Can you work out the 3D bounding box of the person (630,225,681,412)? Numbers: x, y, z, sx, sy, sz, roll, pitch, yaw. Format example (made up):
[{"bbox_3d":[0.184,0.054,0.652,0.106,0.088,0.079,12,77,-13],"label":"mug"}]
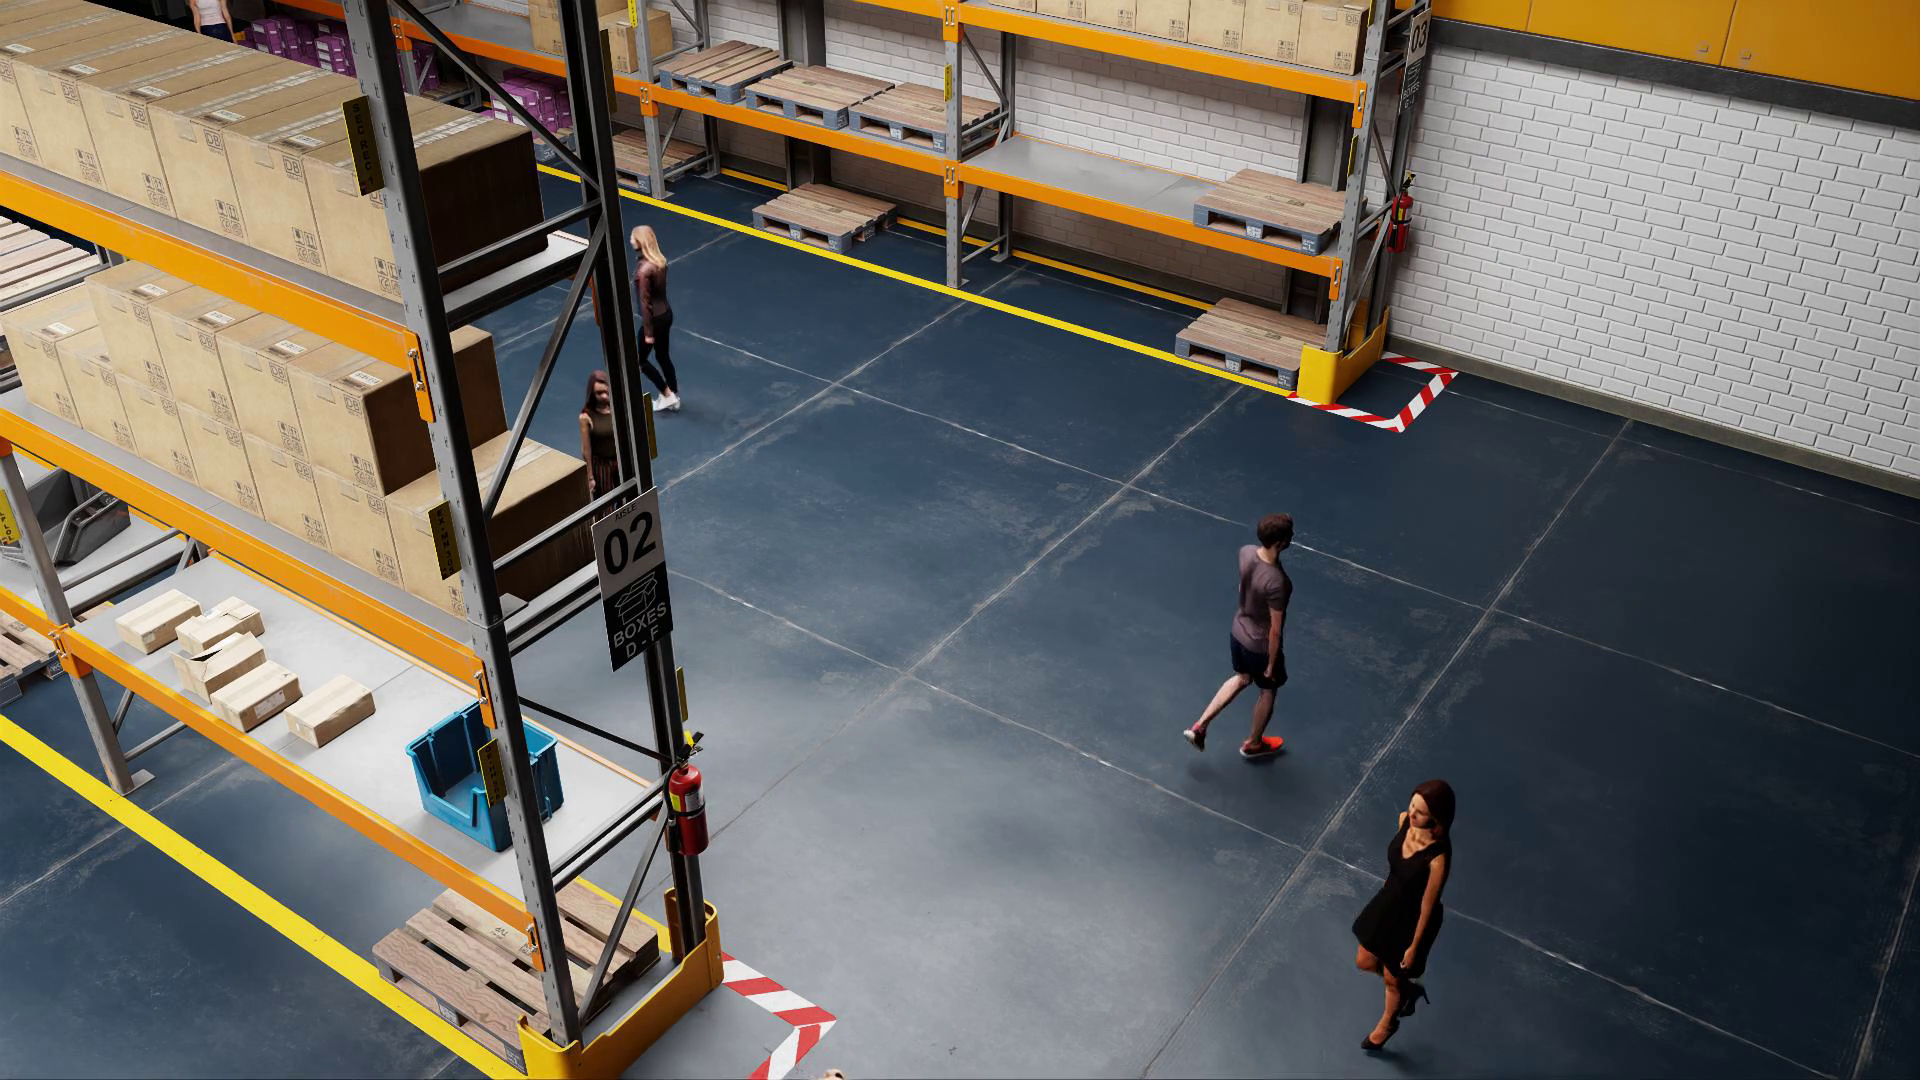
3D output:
[{"bbox_3d":[-2.474,-1.813,13.925,0.697,1.690,0.706,6,34,9],"label":"person"}]

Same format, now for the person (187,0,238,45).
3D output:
[{"bbox_3d":[-9.153,-6.173,20.475,0.681,1.701,0.693,-15,36,-21],"label":"person"}]

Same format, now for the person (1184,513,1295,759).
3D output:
[{"bbox_3d":[1.729,0.638,10.112,0.975,1.829,1.003,-15,36,-21],"label":"person"}]

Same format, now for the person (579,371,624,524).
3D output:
[{"bbox_3d":[-2.550,-0.537,12.121,0.634,1.562,0.658,-15,36,-21],"label":"person"}]

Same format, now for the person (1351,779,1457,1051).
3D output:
[{"bbox_3d":[2.277,1.889,8.234,0.815,1.824,0.768,-13,36,-19],"label":"person"}]
